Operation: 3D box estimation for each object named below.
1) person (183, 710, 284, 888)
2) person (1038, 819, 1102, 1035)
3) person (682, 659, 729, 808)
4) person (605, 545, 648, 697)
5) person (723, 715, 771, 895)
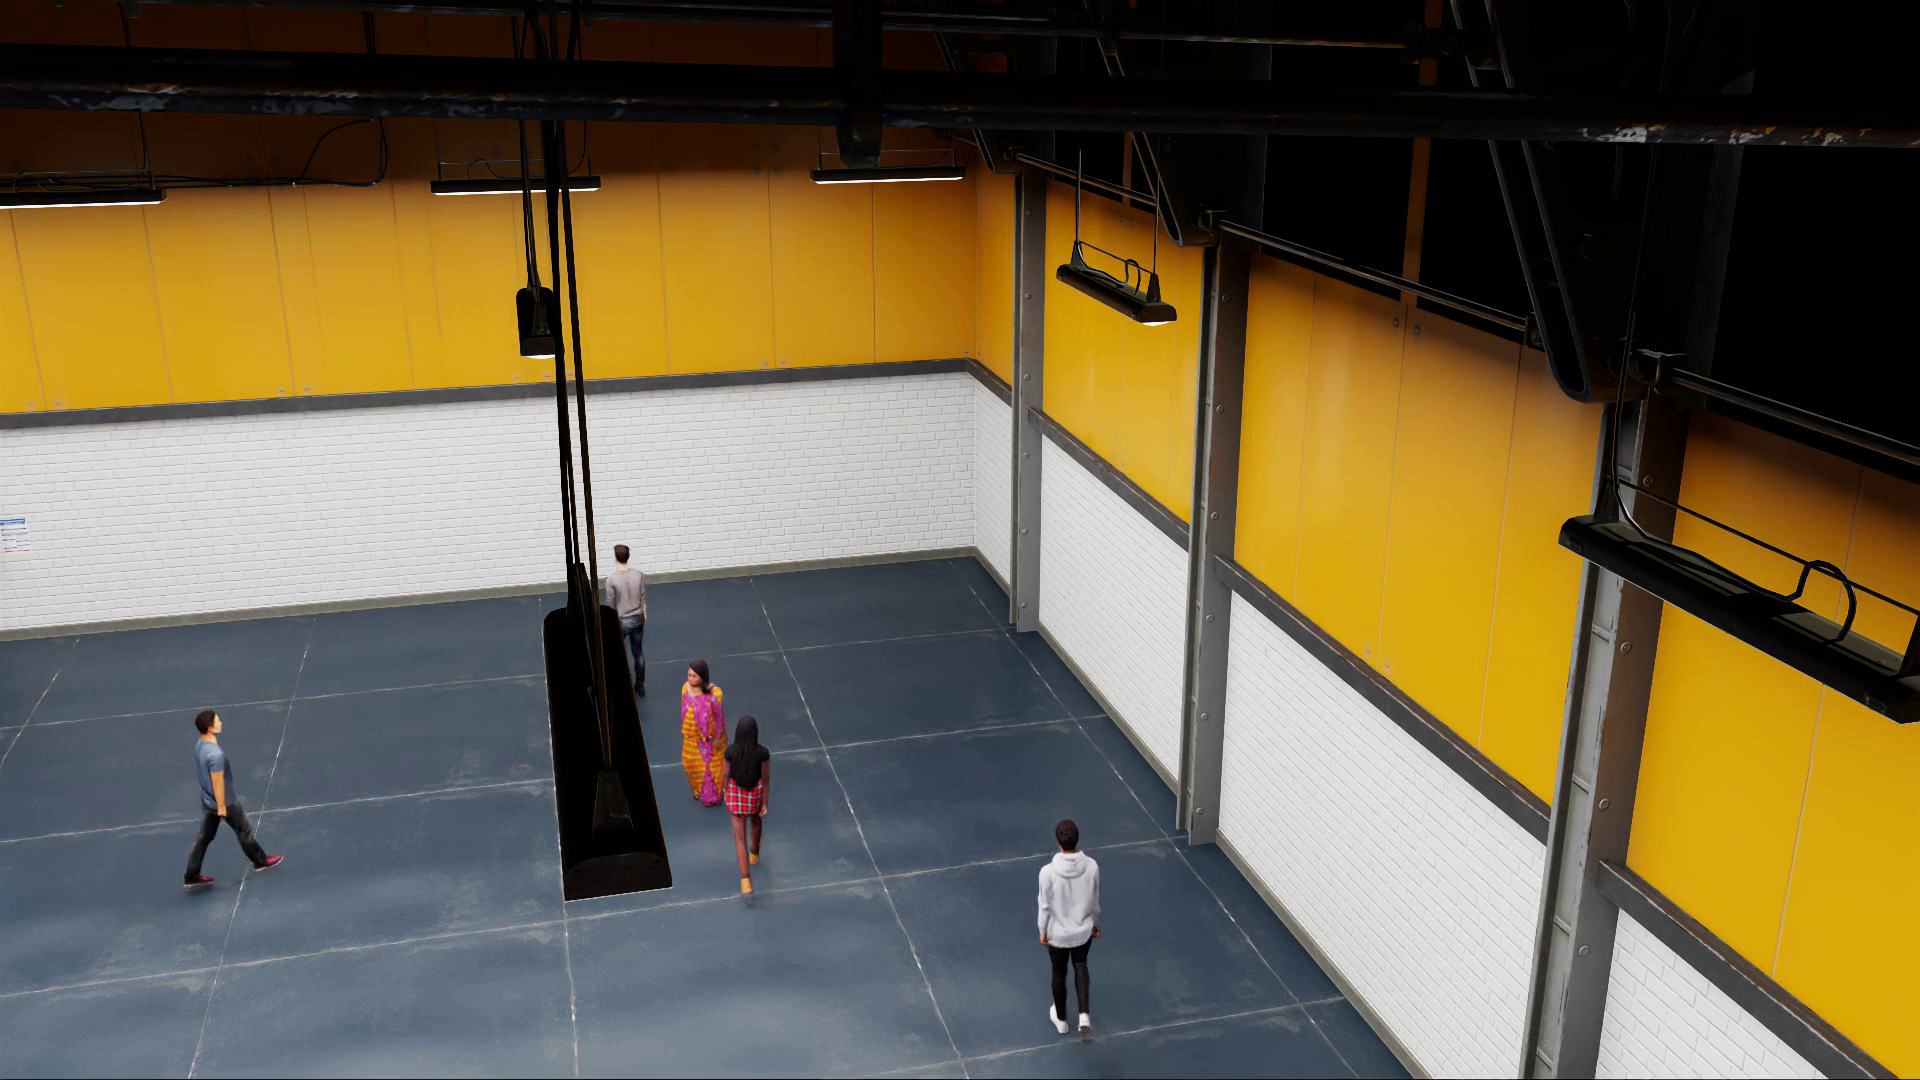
[{"bbox_3d":[-7.138,2.492,15.796,1.092,1.766,1.194,-16,25,-40],"label":"person"},{"bbox_3d":[0.913,3.199,13.464,0.709,1.914,0.856,-4,19,-11],"label":"person"},{"bbox_3d":[-2.638,1.988,17.467,0.846,1.655,0.902,7,20,19],"label":"person"},{"bbox_3d":[-3.960,1.010,20.008,0.760,1.885,0.720,-9,21,-25],"label":"person"},{"bbox_3d":[-2.022,2.536,15.799,0.644,1.681,1.213,-4,19,-11],"label":"person"}]
